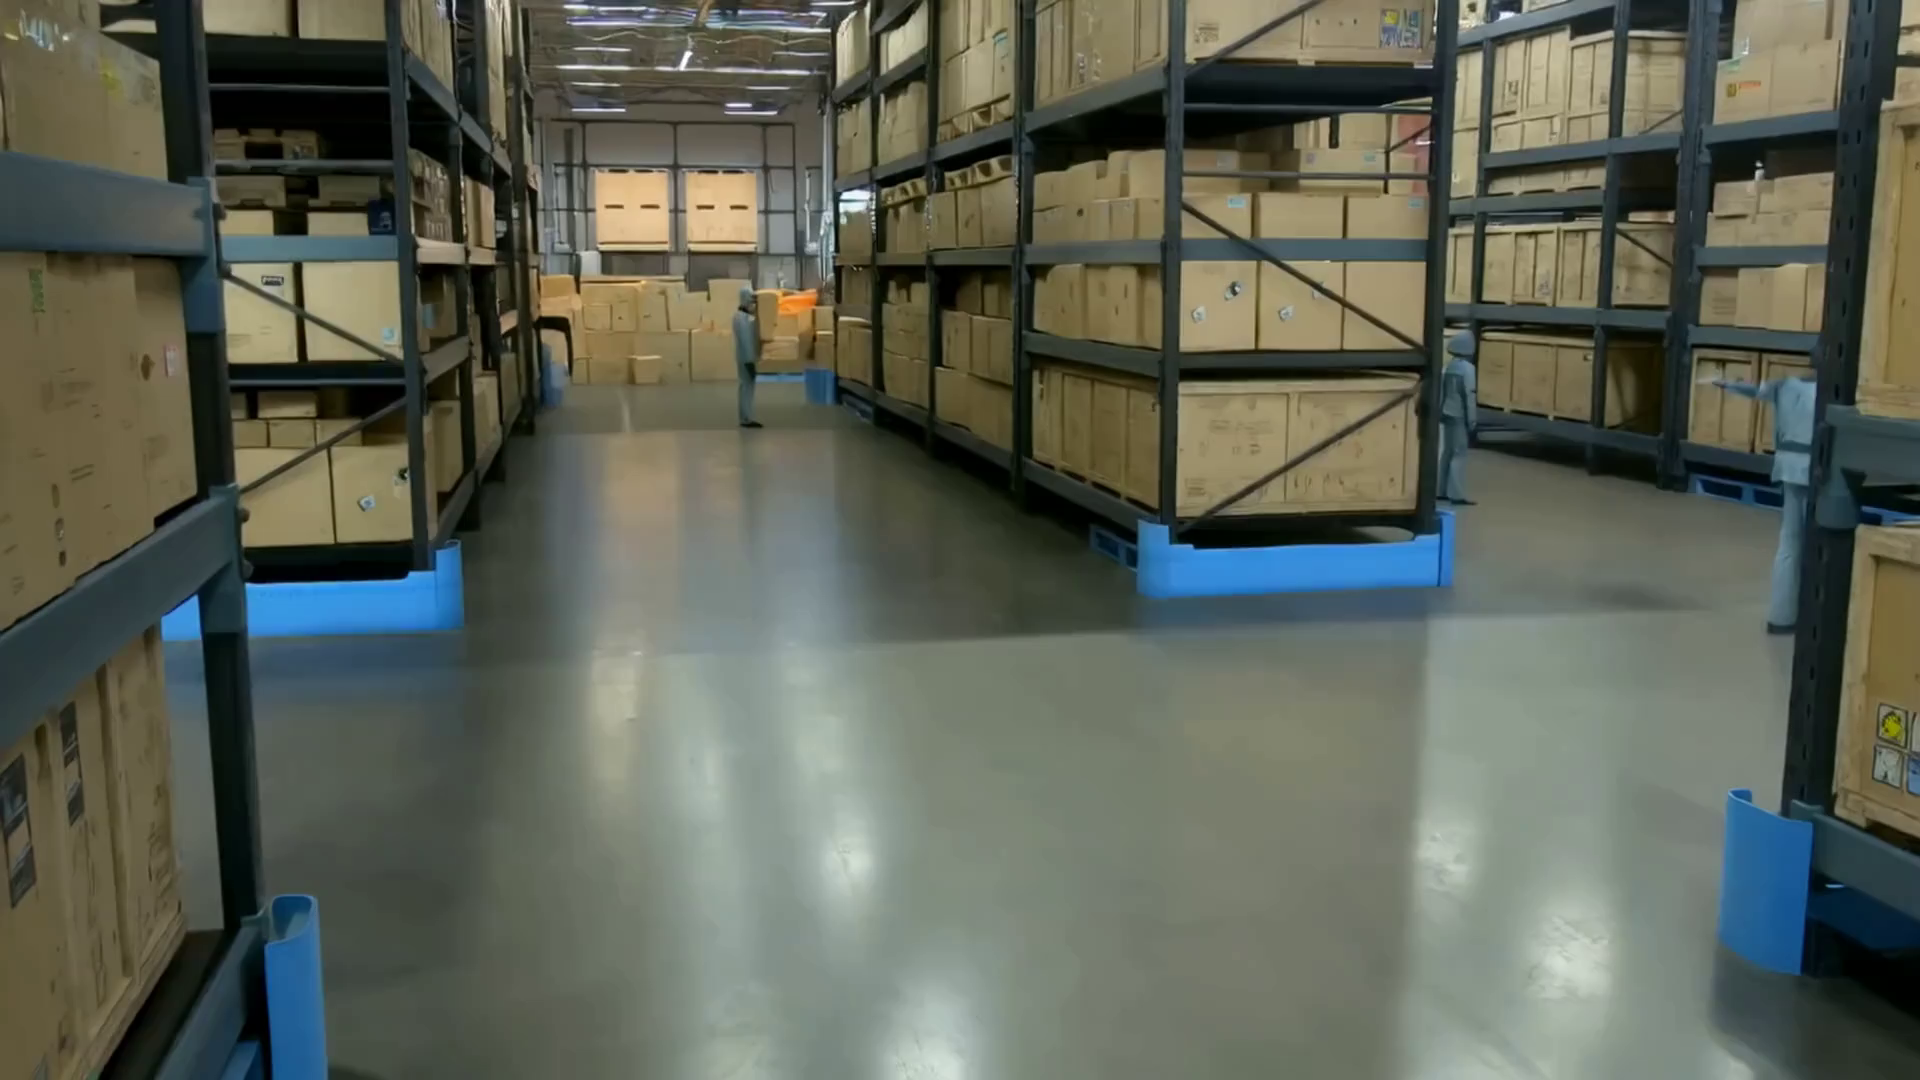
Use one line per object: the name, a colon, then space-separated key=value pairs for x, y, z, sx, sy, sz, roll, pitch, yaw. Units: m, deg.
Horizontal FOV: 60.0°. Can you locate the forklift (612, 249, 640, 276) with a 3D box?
forklift: x=-11.518 y=-8.661 z=57.615 sx=1.129 sy=2.768 sz=1.873 roll=-7 pitch=12 yaw=-38

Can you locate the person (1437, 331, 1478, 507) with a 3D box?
person: x=4.647 y=-1.126 z=15.476 sx=0.266 sy=1.631 sz=0.507 roll=-2 pitch=10 yaw=-12

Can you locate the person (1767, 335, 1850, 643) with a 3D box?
person: x=5.053 y=-0.312 z=9.874 sx=0.372 sy=1.843 sz=0.570 roll=-2 pitch=10 yaw=-12

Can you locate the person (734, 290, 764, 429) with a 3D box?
person: x=-2.901 y=-2.493 z=22.981 sx=0.403 sy=1.906 sz=0.651 roll=-2 pitch=10 yaw=-12

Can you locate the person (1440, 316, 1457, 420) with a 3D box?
person: x=6.938 y=-2.489 z=23.772 sx=0.310 sy=1.638 sz=0.522 roll=-2 pitch=10 yaw=-12

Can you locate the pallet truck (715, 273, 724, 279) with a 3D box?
pallet truck: x=-8.580 y=-8.986 z=62.280 sx=1.885 sy=1.965 sz=0.823 roll=1 pitch=9 yaw=5
